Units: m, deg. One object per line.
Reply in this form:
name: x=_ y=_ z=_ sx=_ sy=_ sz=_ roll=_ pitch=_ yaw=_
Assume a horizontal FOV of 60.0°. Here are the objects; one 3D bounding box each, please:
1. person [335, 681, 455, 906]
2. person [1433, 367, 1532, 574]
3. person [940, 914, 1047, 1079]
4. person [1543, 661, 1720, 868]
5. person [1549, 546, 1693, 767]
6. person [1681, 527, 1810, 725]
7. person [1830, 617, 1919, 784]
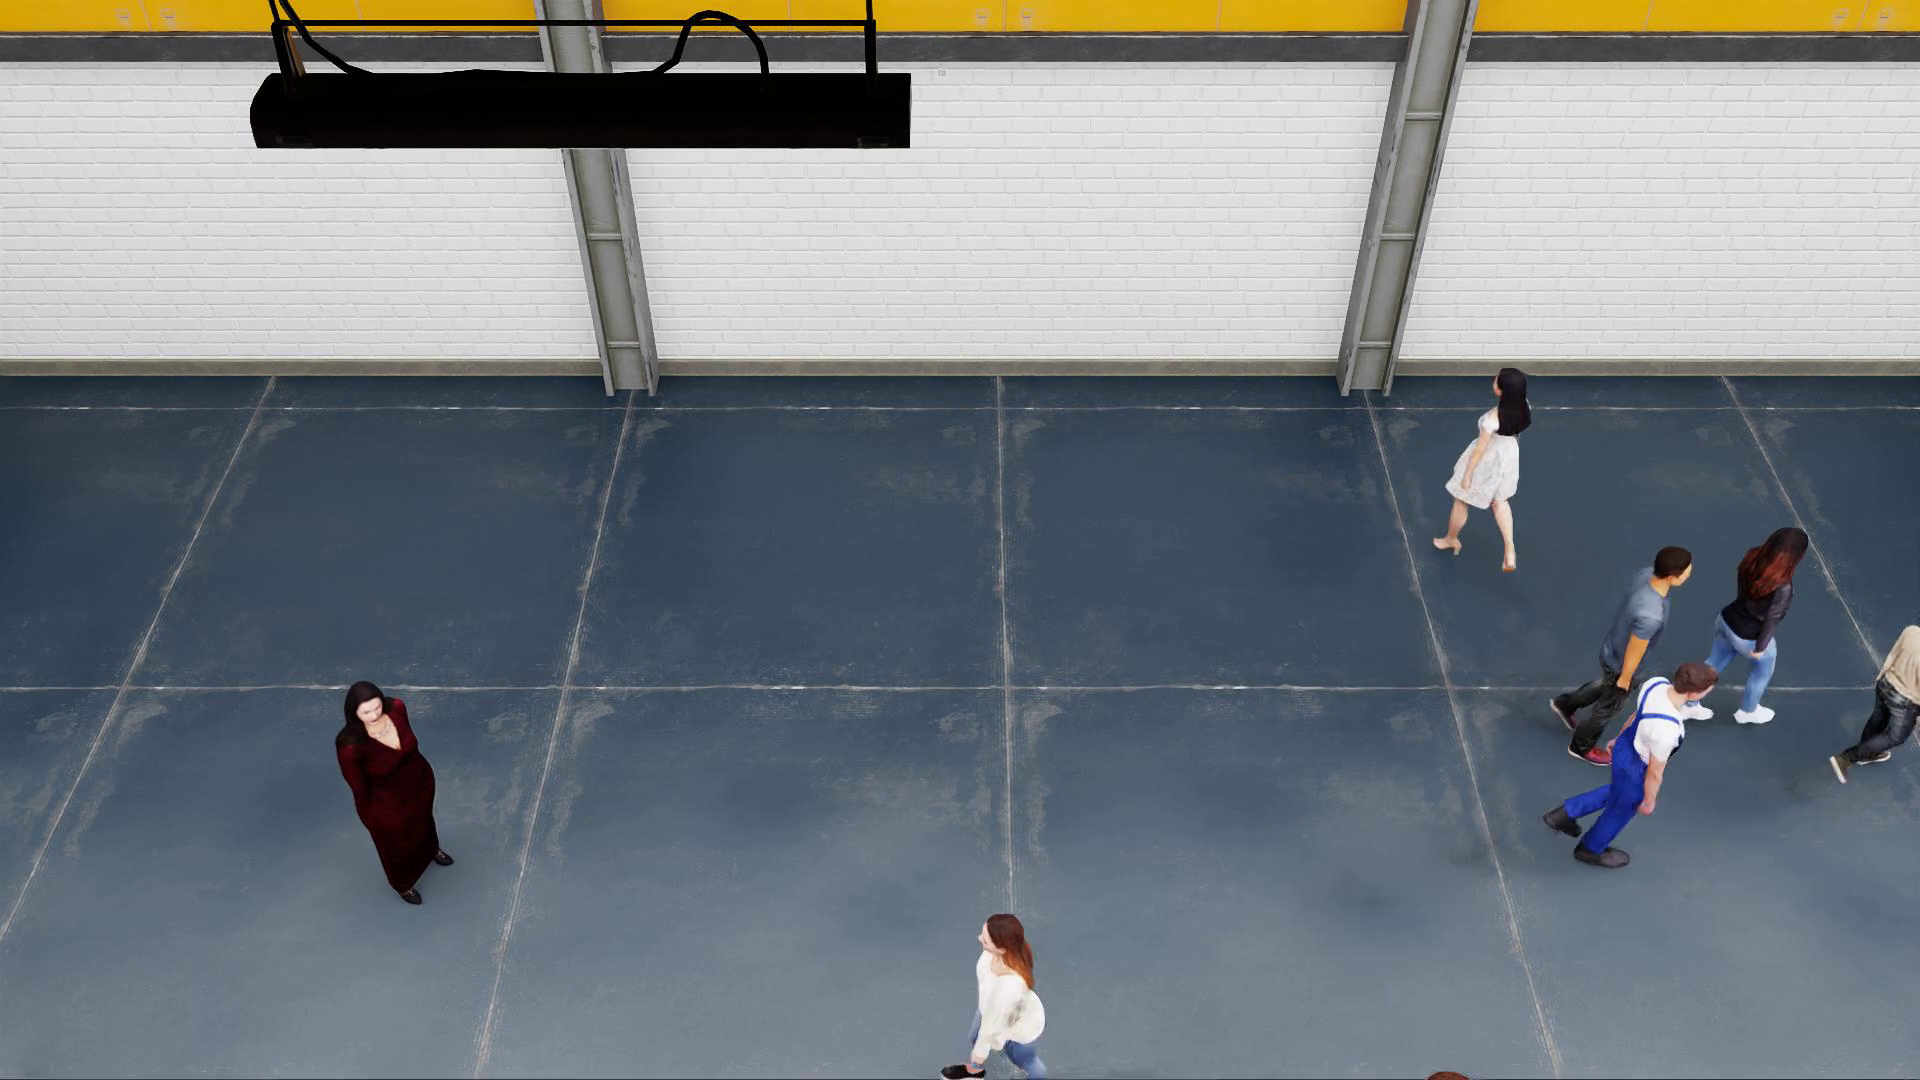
person: x=-3.276 y=1.421 z=9.572 sx=0.754 sy=1.755 sz=0.756 roll=19 pitch=47 yaw=19
person: x=3.721 y=-0.452 z=11.536 sx=1.003 sy=1.758 sz=0.989 roll=-21 pitch=48 yaw=-21
person: x=0.349 y=2.454 z=8.549 sx=0.825 sy=1.670 sz=0.671 roll=-5 pitch=44 yaw=-6
person: x=3.813 y=1.320 z=9.627 sx=0.854 sy=1.825 sz=0.737 roll=7 pitch=44 yaw=7
person: x=4.087 y=0.683 z=10.320 sx=0.817 sy=1.791 sz=0.765 roll=14 pitch=45 yaw=14
person: x=4.909 y=0.581 z=10.557 sx=0.920 sy=1.614 sz=0.755 roll=-6 pitch=44 yaw=-7
person: x=5.758 y=0.967 z=10.266 sx=0.869 sy=1.455 sz=0.672 roll=-10 pitch=45 yaw=-11
